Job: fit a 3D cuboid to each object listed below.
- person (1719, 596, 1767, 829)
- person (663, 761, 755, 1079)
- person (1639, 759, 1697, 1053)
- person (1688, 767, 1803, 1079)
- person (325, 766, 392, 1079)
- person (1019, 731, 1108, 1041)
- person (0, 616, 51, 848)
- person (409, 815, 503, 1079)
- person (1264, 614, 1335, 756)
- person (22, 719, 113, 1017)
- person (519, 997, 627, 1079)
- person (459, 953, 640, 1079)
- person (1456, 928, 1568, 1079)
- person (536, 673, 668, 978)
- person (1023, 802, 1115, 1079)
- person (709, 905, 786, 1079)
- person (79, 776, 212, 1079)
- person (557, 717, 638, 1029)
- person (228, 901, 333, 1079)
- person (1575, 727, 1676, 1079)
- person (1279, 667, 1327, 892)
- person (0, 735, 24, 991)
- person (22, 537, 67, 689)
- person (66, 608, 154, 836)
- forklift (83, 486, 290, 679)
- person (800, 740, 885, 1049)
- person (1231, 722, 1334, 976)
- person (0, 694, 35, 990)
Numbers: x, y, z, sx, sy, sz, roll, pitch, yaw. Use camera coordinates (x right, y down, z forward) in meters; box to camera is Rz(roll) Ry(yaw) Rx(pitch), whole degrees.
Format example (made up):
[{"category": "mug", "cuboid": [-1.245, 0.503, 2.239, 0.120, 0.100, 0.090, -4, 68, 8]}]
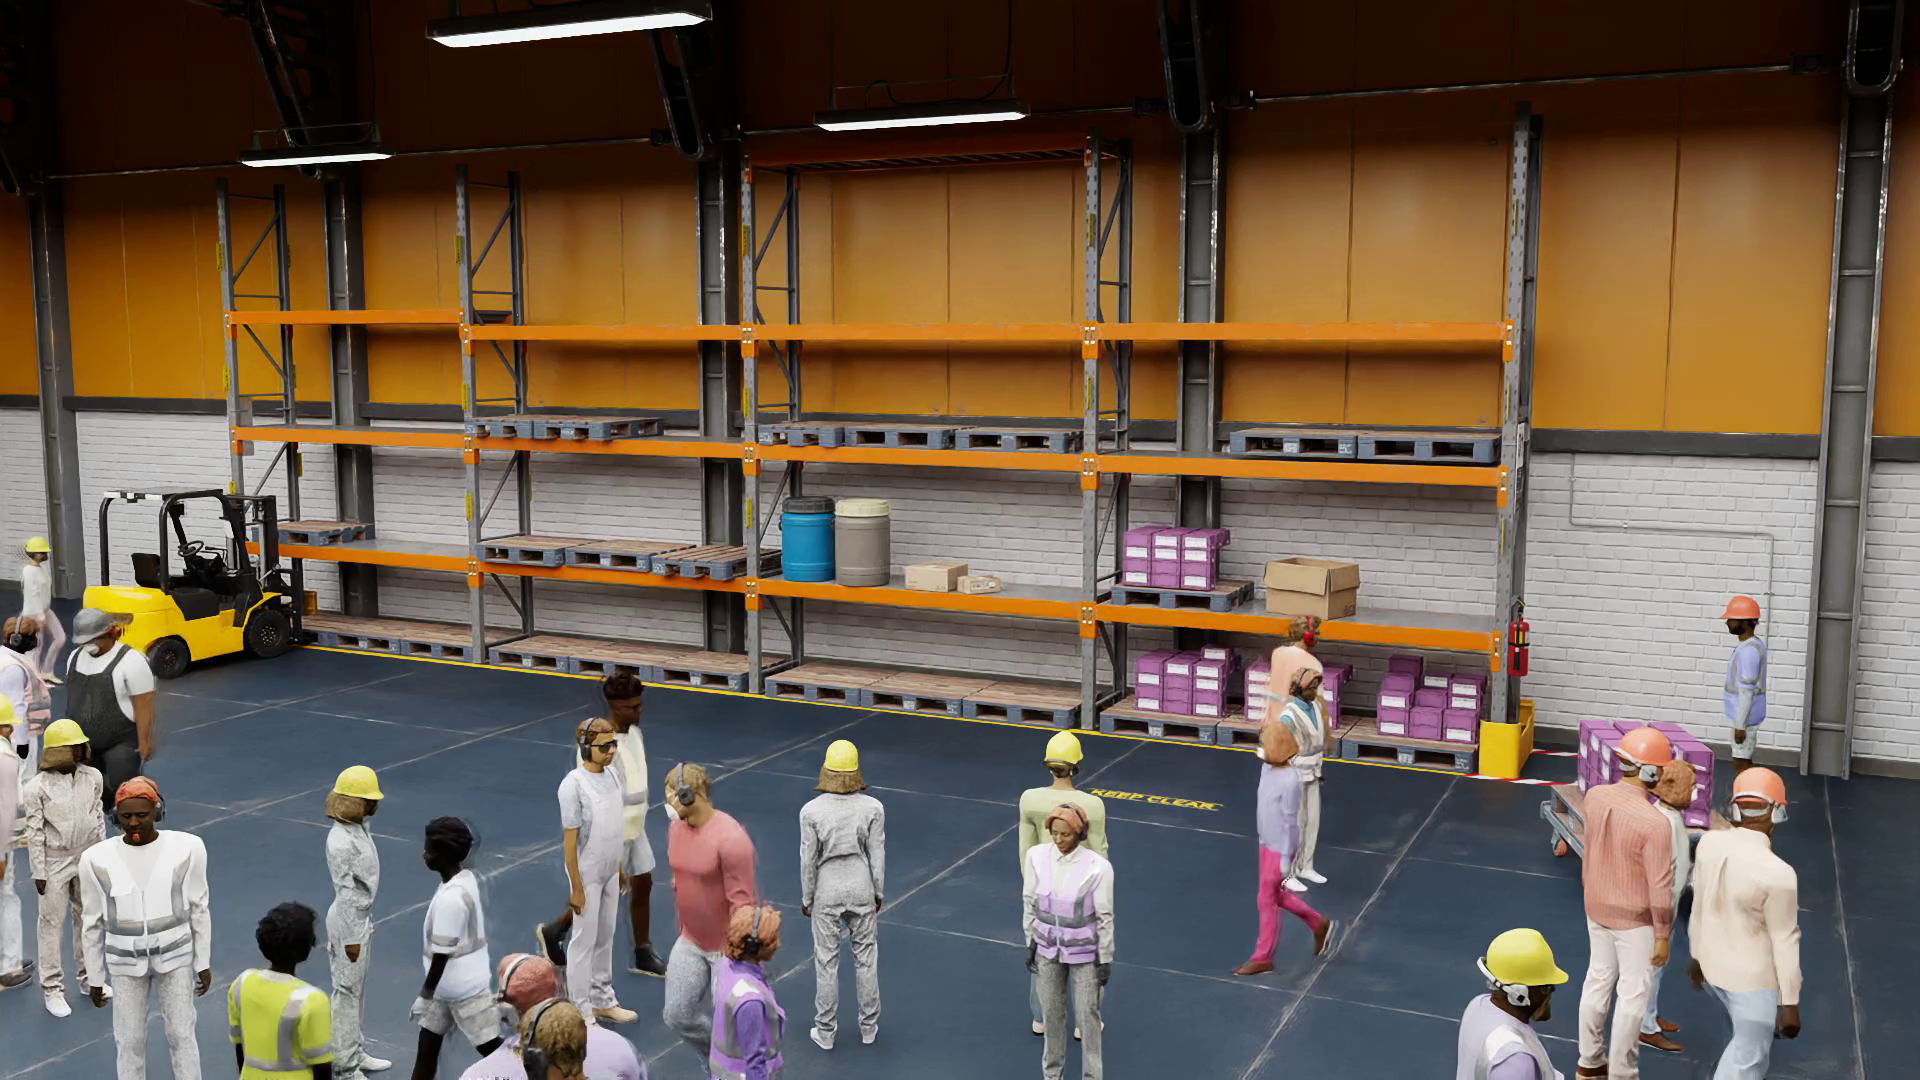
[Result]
[{"category": "person", "cuboid": [6.284, 1.408, 13.400, 0.378, 1.931, 0.545, 3, 8, 26]}, {"category": "person", "cuboid": [-1.229, 2.041, 8.316, 0.662, 1.900, 0.416, 6, 9, 40]}, {"category": "person", "cuboid": [3.985, 2.036, 9.396, 0.270, 1.632, 0.504, 3, 7, 21]}, {"category": "person", "cuboid": [3.735, 2.056, 7.859, 0.448, 1.963, 0.675, -1, 7, -10]}, {"category": "person", "cuboid": [-3.196, 2.053, 8.842, 0.311, 1.736, 0.483, -1, 7, -12]}, {"category": "person", "cuboid": [0.591, 1.961, 9.468, 0.525, 1.772, 0.307, 3, 7, 21]}, {"category": "person", "cuboid": [-7.359, 1.500, 13.048, 0.429, 1.830, 0.639, -4, 8, -29]}, {"category": "person", "cuboid": [-2.498, 2.177, 8.196, 0.892, 1.650, 0.535, -2, 7, -17]}, {"category": "person", "cuboid": [2.722, 1.488, 13.132, 0.680, 1.819, 0.603, -3, 7, -22]}, {"category": "person", "cuboid": [-5.282, 1.922, 9.886, 0.286, 1.746, 0.487, 3, 8, 26]}, {"category": "person", "cuboid": [-1.235, 2.393, 5.263, 0.368, 1.929, 0.637, 4, 8, 27]}, {"category": "person", "cuboid": [-1.402, 2.366, 5.803, 0.659, 1.855, 0.942, -6, 9, -39]}, {"category": "person", "cuboid": [2.045, 2.328, 6.171, 0.404, 1.832, 0.597, 0, 7, 3]}, {"category": "person", "cuboid": [-2.199, 1.771, 10.337, 0.816, 1.945, 0.610, 2, 7, 17]}, {"category": "person", "cuboid": [0.562, 2.139, 8.589, 0.507, 1.630, 0.324, 4, 8, 30]}, {"category": "person", "cuboid": [-0.890, 2.327, 7.008, 0.322, 1.628, 0.535, -2, 7, -15]}, {"category": "person", "cuboid": [-3.962, 2.072, 8.130, 0.568, 1.878, 0.351, -3, 7, -22]}, {"category": "person", "cuboid": [-2.070, 1.919, 9.505, 0.346, 1.846, 0.506, 2, 7, 19]}, {"category": "person", "cuboid": [-2.775, 2.317, 6.842, 0.546, 1.695, 0.323, 4, 8, 28]}, {"category": "person", "cuboid": [3.496, 1.950, 8.695, 0.403, 1.982, 0.628, -2, 7, -18]}, {"category": "person", "cuboid": [2.462, 1.717, 12.045, 0.319, 1.628, 0.536, 5, 9, 38]}, {"category": "person", "cuboid": [-5.999, 1.838, 10.191, 0.633, 1.841, 0.429, 6, 9, 39]}, {"category": "person", "cuboid": [-10.391, 0.834, 18.872, 0.433, 1.751, 0.528, 0, 7, -3]}, {"category": "person", "cuboid": [-6.454, 1.449, 12.582, 0.708, 2.000, 0.567, 2, 7, 14]}, {"category": "forklift", "cuboid": [-9.426, 0.454, 20.179, 1.214, 2.155, 2.313, 3, 8, 26]}, {"category": "person", "cuboid": [-0.664, 1.985, 9.375, 0.489, 1.744, 0.295, -2, 7, -15]}, {"category": "person", "cuboid": [2.044, 1.925, 10.420, 0.642, 1.611, 0.505, -1, 7, -9]}, {"category": "person", "cuboid": [-5.930, 1.847, 10.209, 0.403, 1.821, 0.601, -4, 8, -30]}]
